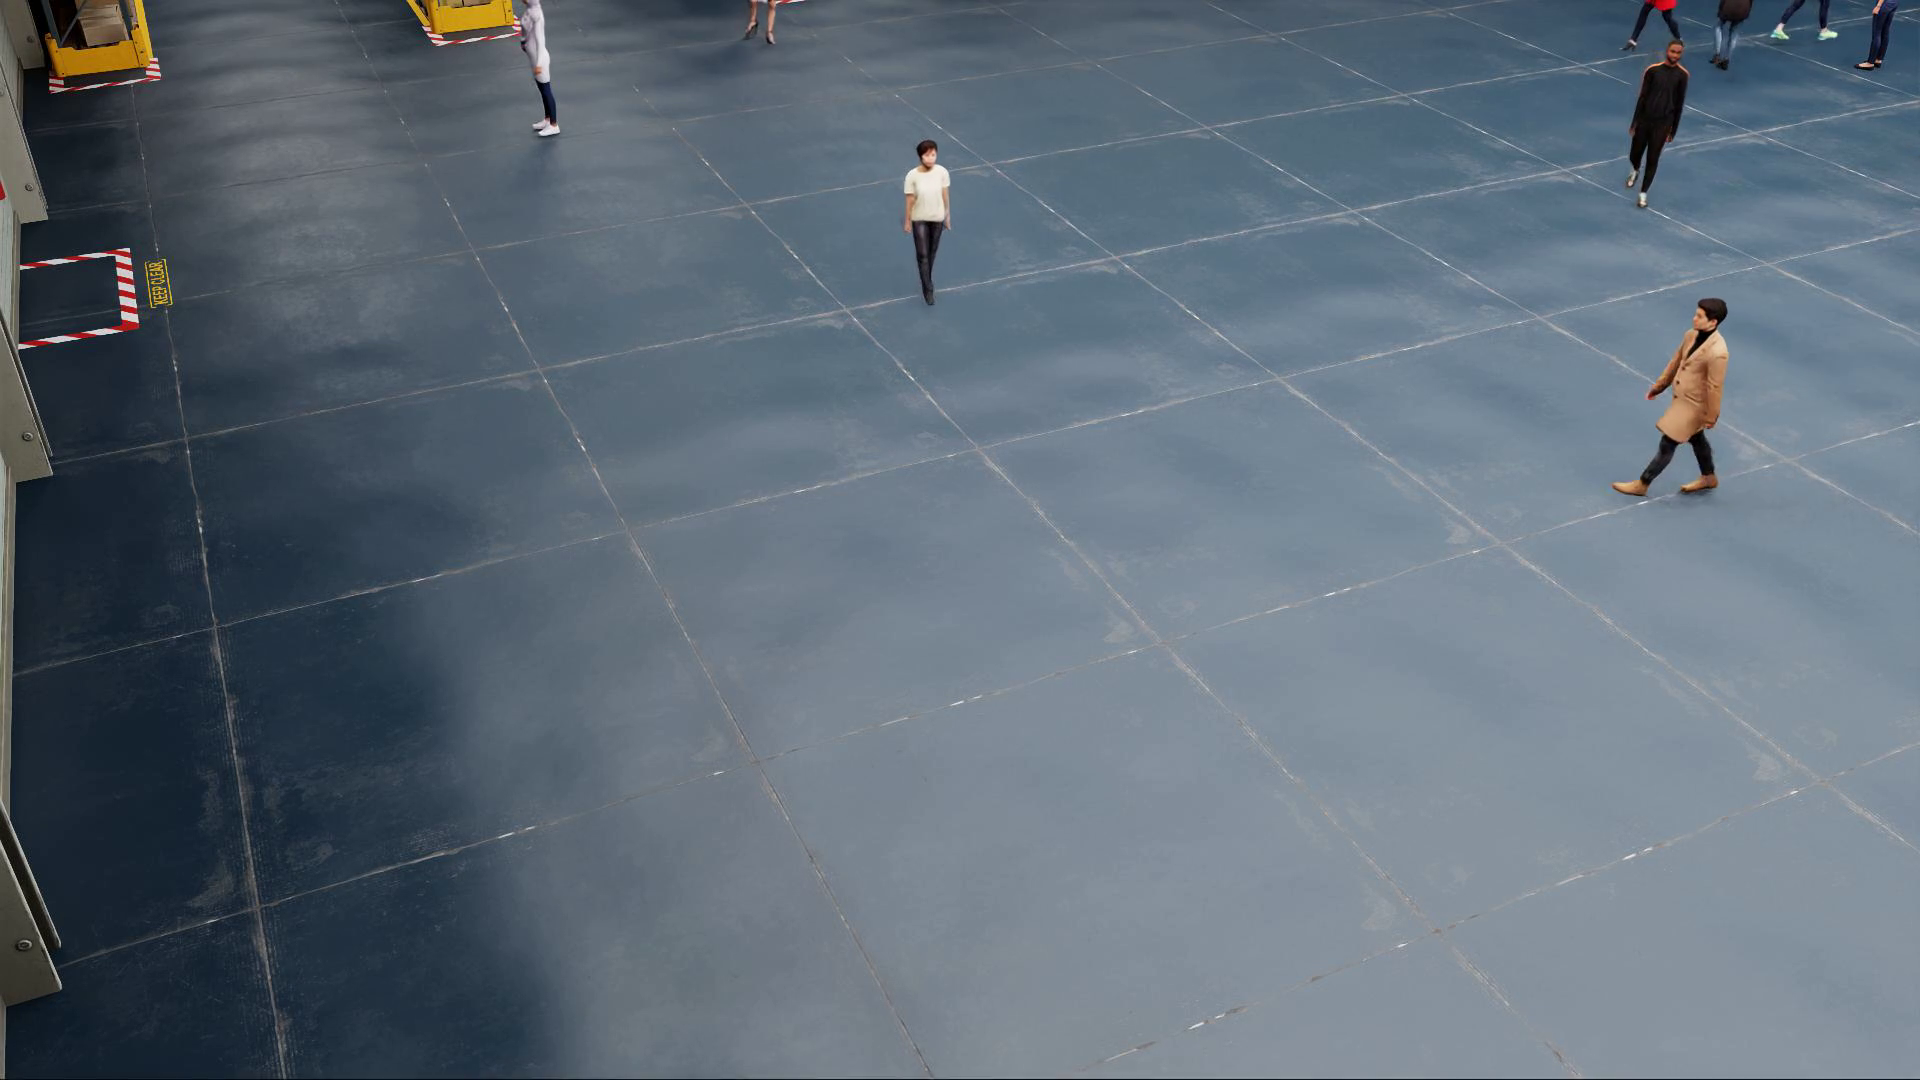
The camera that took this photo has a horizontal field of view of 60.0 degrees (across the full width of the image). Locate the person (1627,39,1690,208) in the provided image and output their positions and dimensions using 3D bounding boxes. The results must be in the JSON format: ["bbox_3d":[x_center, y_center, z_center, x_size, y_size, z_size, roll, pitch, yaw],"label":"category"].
[{"bbox_3d":[7.568,-4.566,18.111,0.933,1.795,0.985,12,35,18],"label":"person"}]

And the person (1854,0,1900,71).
[{"bbox_3d":[12.356,-7.150,22.151,0.629,1.722,0.571,-22,39,-30],"label":"person"}]

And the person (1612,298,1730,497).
[{"bbox_3d":[5.735,-1.067,12.830,1.031,1.688,1.140,1,33,2],"label":"person"}]

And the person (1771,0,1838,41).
[{"bbox_3d":[11.800,-7.725,23.103,0.945,1.647,1.212,-3,33,-5],"label":"person"}]

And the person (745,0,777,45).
[{"bbox_3d":[-2.768,-7.822,23.112,0.694,1.800,0.933,-7,34,-10],"label":"person"}]

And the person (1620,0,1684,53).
[{"bbox_3d":[9.641,-7.435,22.602,1.039,1.707,1.092,4,33,7],"label":"person"}]

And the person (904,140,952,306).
[{"bbox_3d":[-0.335,-3.116,16.092,0.653,1.565,0.872,-11,35,-17],"label":"person"}]

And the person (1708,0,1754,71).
[{"bbox_3d":[10.329,-7.064,22.110,0.730,1.622,0.748,0,33,1],"label":"person"}]

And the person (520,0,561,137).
[{"bbox_3d":[-5.056,-5.773,19.985,0.666,1.775,0.458,-13,35,-19],"label":"person"}]
